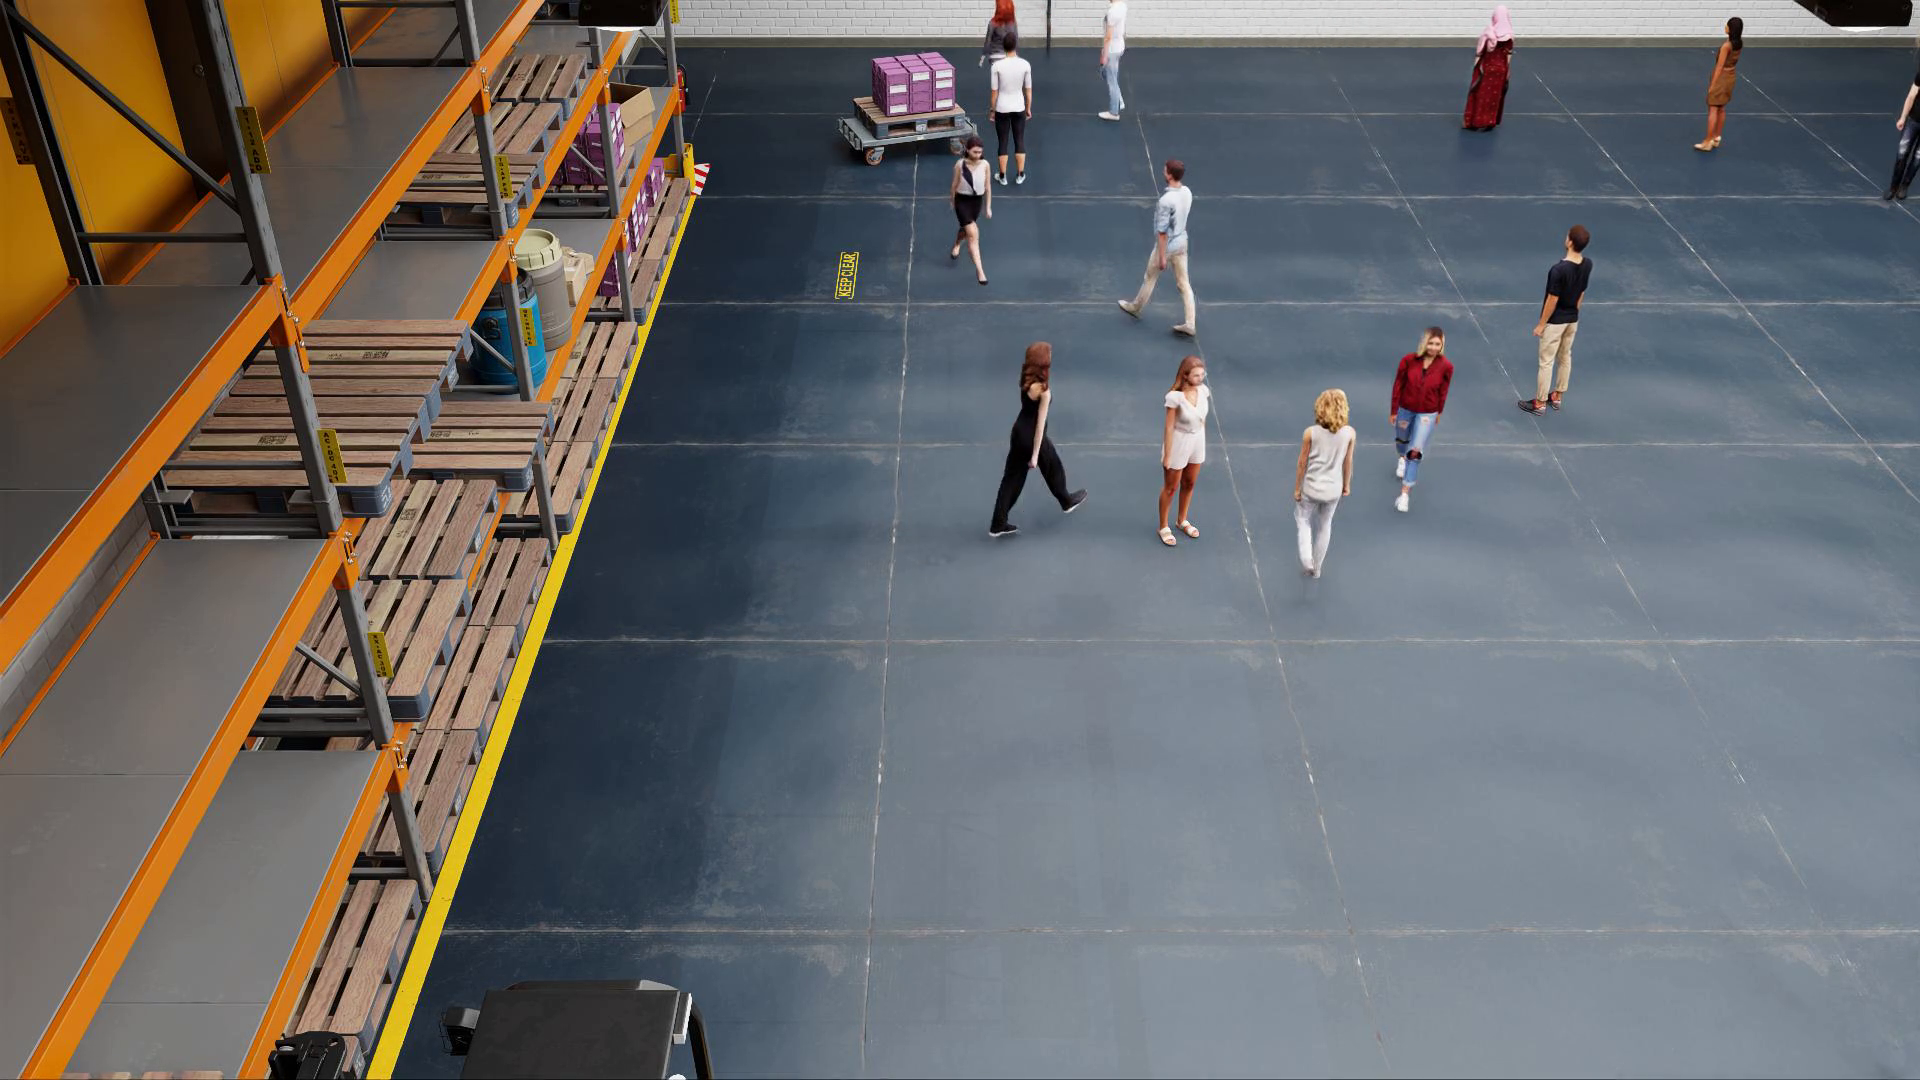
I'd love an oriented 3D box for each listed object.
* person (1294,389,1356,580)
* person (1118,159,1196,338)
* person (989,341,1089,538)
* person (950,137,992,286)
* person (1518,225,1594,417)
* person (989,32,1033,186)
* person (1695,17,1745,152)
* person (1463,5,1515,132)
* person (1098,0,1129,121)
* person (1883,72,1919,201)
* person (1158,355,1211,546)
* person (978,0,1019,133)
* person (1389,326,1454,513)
[{"bbox_3d":[2.860,-0.390,13.130,0.603,1.661,0.704,1,34,2],"label":"person"},{"bbox_3d":[2.200,-2.901,16.786,1.250,1.795,1.195,29,43,36],"label":"person"},{"bbox_3d":[0.482,-0.765,13.677,1.104,1.680,1.184,-20,38,-27],"label":"person"},{"bbox_3d":[0.061,-3.626,18.068,0.848,1.583,1.222,-9,35,-14],"label":"person"},{"bbox_3d":[5.574,-2.036,15.427,0.714,1.859,0.697,-16,37,-23],"label":"person"},{"bbox_3d":[0.614,-5.254,20.277,0.706,1.850,0.597,-5,34,-8],"label":"person"},{"bbox_3d":[9.769,-5.850,21.323,0.631,1.684,0.686,-28,42,-35],"label":"person"},{"bbox_3d":[7.014,-6.220,21.926,0.675,1.632,0.600,1,34,1],"label":"person"},{"bbox_3d":[2.133,-6.508,22.170,0.844,1.842,0.718,14,36,20],"label":"person"},{"bbox_3d":[11.540,-5.027,19.902,0.857,1.886,0.897,18,37,25],"label":"person"},{"bbox_3d":[1.844,-0.765,13.663,0.661,1.696,0.685,-17,37,-24],"label":"person"},{"bbox_3d":[0.596,-6.230,21.835,0.898,1.751,1.030,-21,39,-29],"label":"person"},{"bbox_3d":[3.918,-1.122,14.292,0.861,1.594,1.179,11,35,16],"label":"person"}]
